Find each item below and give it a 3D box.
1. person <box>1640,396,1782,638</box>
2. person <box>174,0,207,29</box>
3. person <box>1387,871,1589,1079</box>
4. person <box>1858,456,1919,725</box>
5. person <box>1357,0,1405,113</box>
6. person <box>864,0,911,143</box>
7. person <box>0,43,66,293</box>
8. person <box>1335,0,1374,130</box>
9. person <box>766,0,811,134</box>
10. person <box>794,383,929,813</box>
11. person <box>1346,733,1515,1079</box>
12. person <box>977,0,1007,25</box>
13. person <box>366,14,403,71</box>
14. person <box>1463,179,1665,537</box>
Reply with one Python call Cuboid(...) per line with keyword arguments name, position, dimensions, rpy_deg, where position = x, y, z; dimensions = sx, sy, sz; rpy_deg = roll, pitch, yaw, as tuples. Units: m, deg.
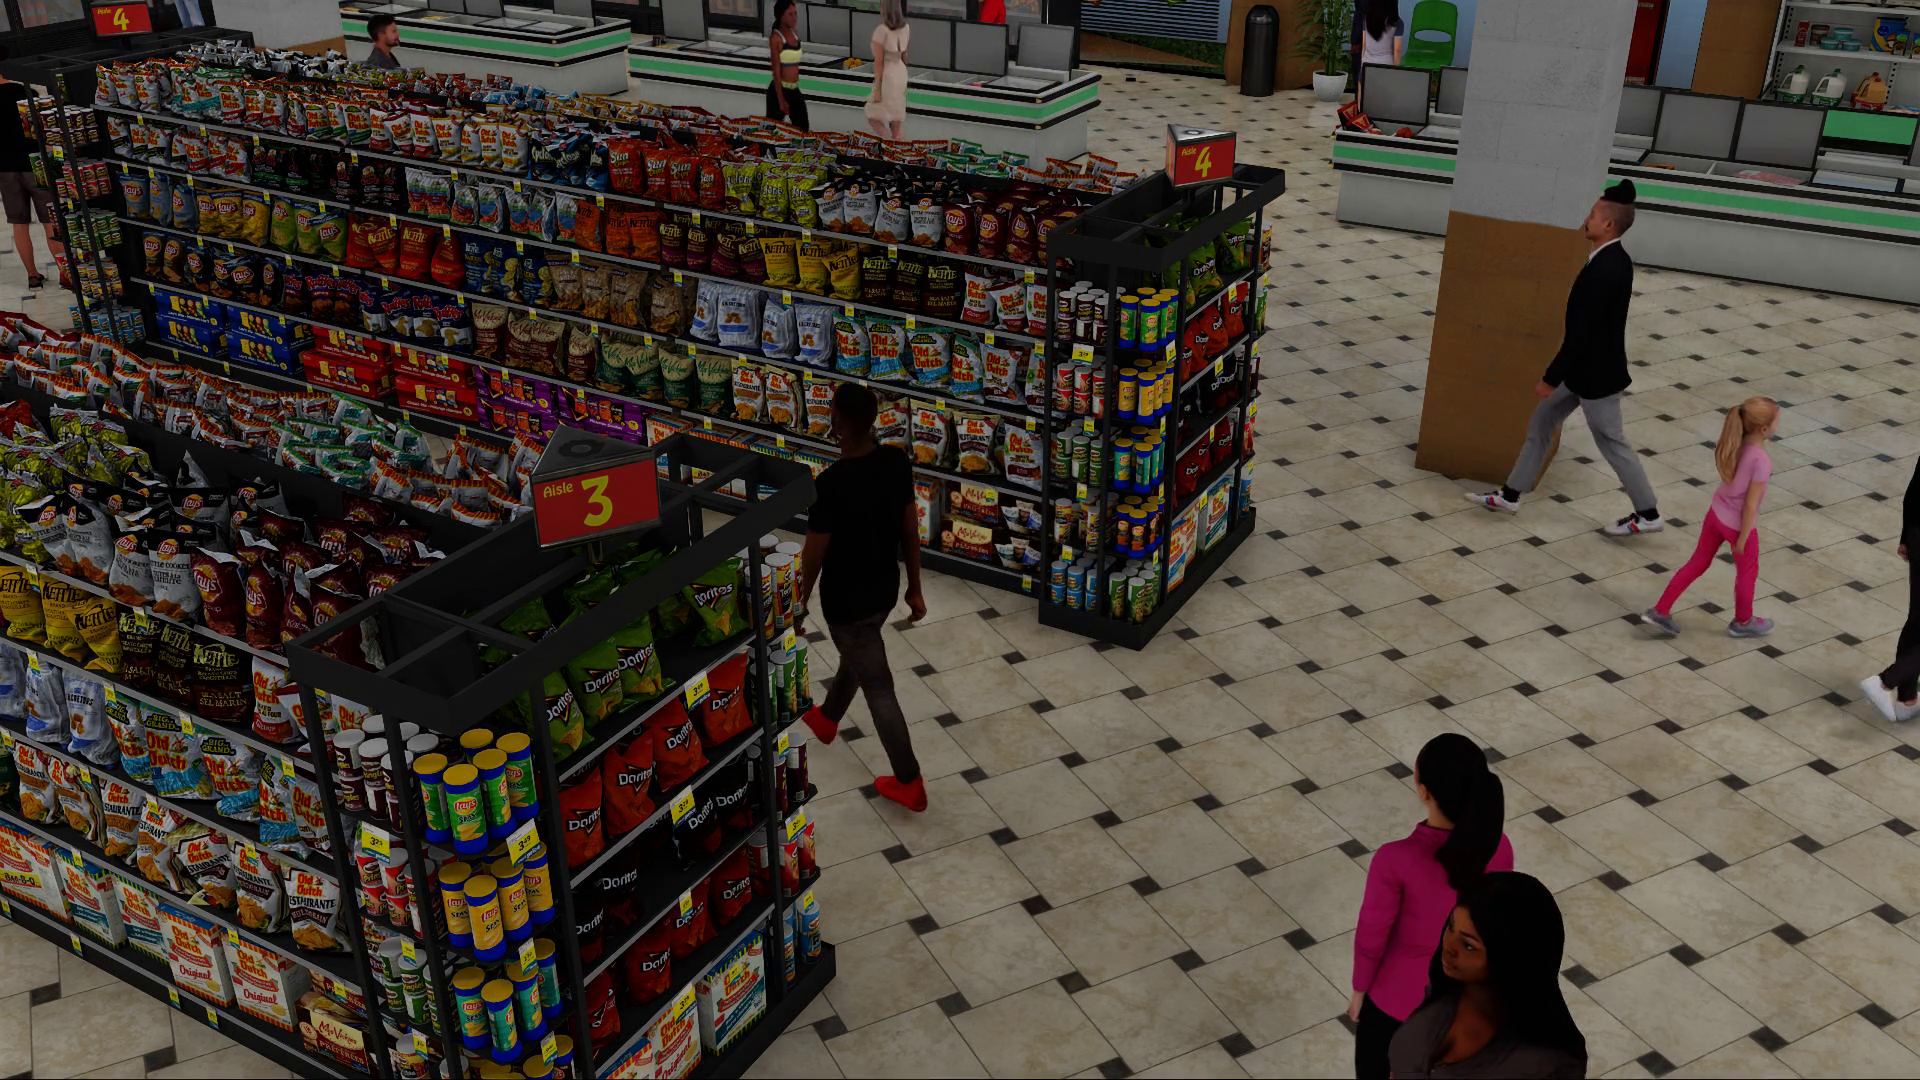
Cuboid(name="person", position=(3.582, -0.088, 7.847), dimensions=(0.932, 1.256, 0.855), rpy_deg=(-6, 27, -11))
Cuboid(name="person", position=(-9.570, -6.834, 20.493), dimensions=(0.520, 1.851, 0.736), rpy_deg=(19, 33, 33))
Cuboid(name="person", position=(1.317, 1.557, 4.021), dimensions=(1.229, 1.783, 1.143), rpy_deg=(-6, 27, -11))
Cuboid(name="person", position=(4.133, 0.073, 7.063), dimensions=(0.927, 1.679, 0.884), rpy_deg=(-10, 28, -18))
Cuboid(name="person", position=(4.070, -4.589, 16.227), dimensions=(0.507, 1.706, 0.676), rpy_deg=(21, 34, 35))
Cuboid(name="person", position=(-0.573, -4.127, 15.294), dimensions=(0.695, 1.724, 0.671), rpy_deg=(23, 35, 37))
Cuboid(name="person", position=(-7.074, -2.808, 12.542), dimensions=(0.746, 1.862, 0.827), rpy_deg=(-5, 27, -9))
Cuboid(name="person", position=(4.242, -5.216, 17.333), dimensions=(0.624, 1.823, 0.700), rpy_deg=(18, 32, 31))
Cuboid(name="person", position=(-1.649, -3.965, 15.006), dimensions=(1.197, 1.697, 0.716), rpy_deg=(20, 33, 35))
Cuboid(name="person", position=(-0.328, 0.280, 6.568), dimensions=(1.227, 1.758, 0.878), rpy_deg=(24, 36, 39))
Cuboid(name="person", position=(1.308, 1.286, 4.650), dimensions=(0.660, 1.699, 0.736), rpy_deg=(-4, 27, -7))
Cuboid(name="person", position=(0.360, -5.922, 18.757), dimensions=(0.575, 1.793, 0.616), rpy_deg=(21, 33, 35))
Cuboid(name="person", position=(-4.699, -3.296, 13.538), dimensions=(1.298, 1.832, 1.162), rpy_deg=(-3, 27, -6))
Cuboid(name="person", position=(3.406, -0.865, 8.673), dimensions=(1.336, 1.896, 0.889), rpy_deg=(9, 28, 17))
